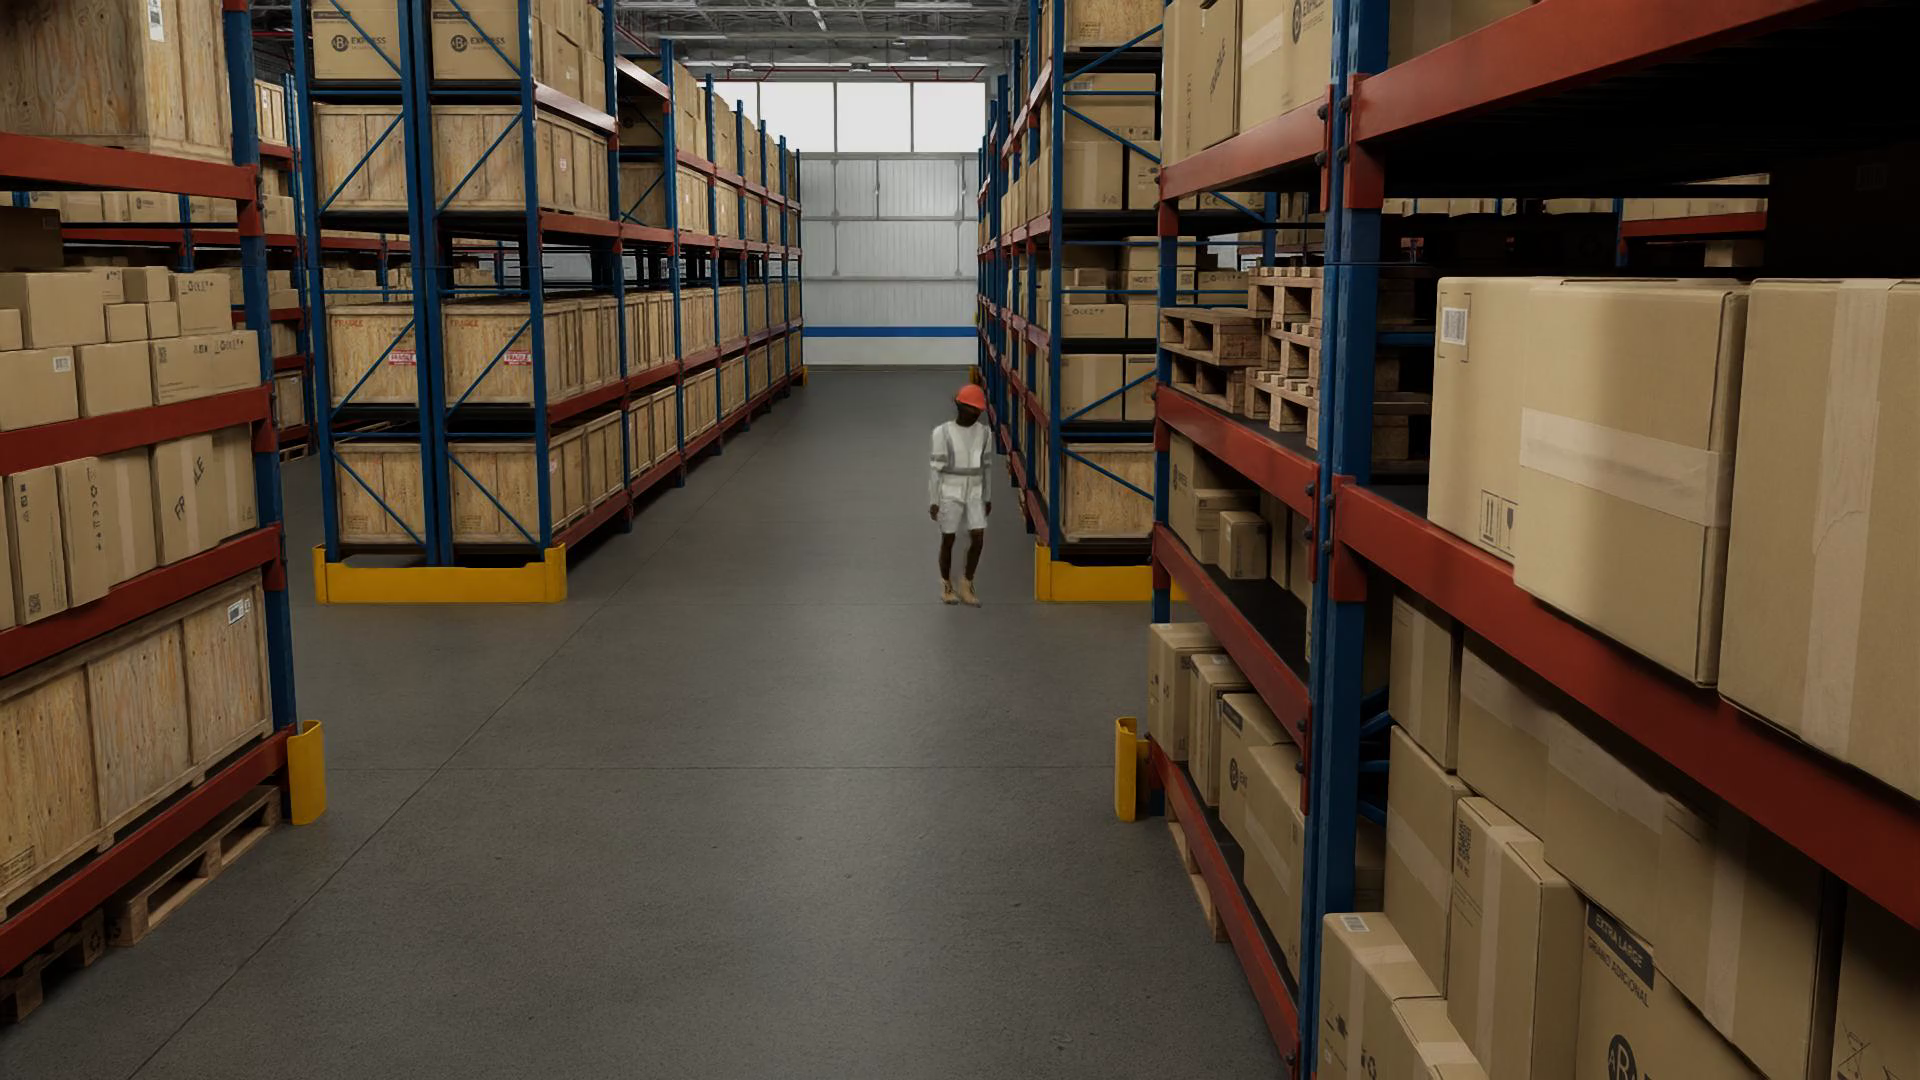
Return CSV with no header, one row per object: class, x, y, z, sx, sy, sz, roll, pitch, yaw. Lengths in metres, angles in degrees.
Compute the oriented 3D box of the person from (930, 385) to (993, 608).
person,0.033,-0.377,14.863,0.693,1.995,0.790,-4,10,-22
